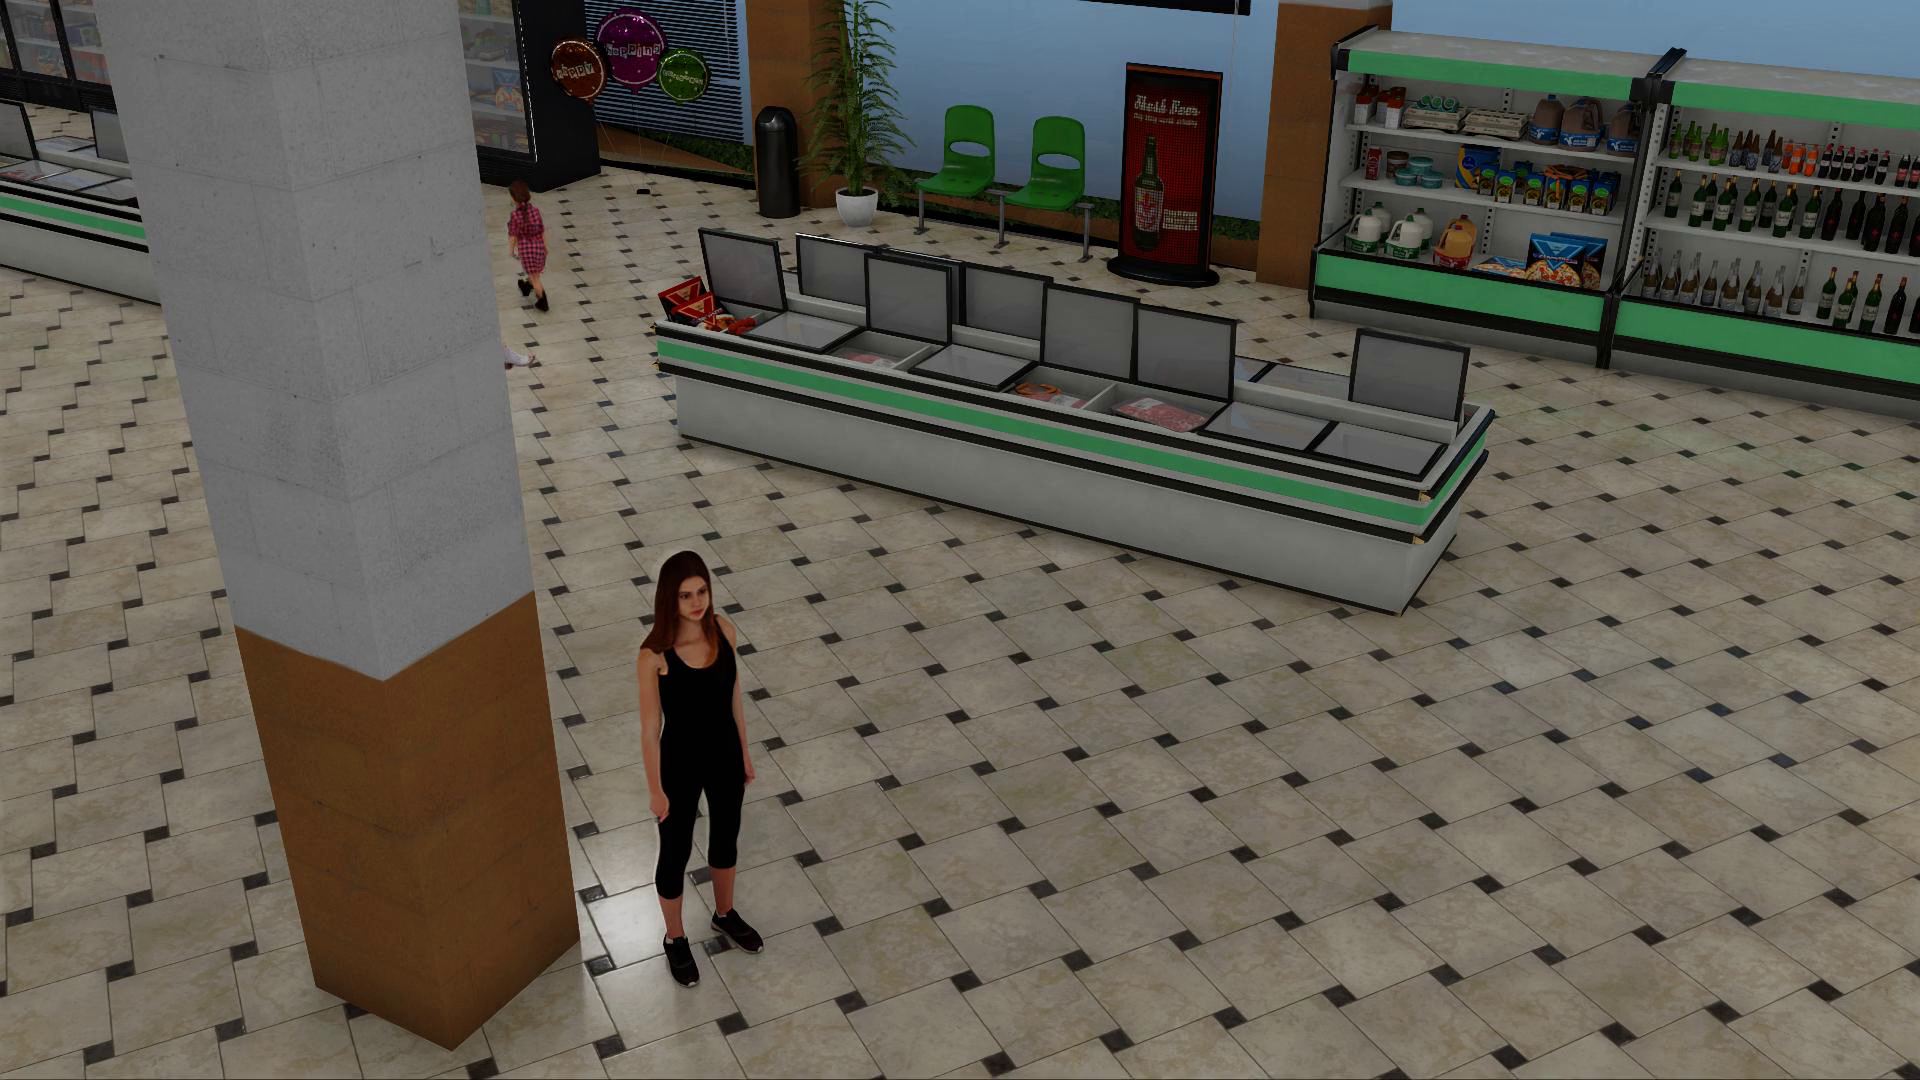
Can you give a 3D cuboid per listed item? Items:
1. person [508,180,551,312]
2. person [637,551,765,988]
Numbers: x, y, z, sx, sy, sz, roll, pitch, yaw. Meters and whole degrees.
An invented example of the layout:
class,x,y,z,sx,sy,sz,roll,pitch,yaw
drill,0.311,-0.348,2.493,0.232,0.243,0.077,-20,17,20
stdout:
class,x,y,z,sx,sy,sz,roll,pitch,yaw
person,-3.327,-2.263,12.917,0.585,1.000,0.780,-20,33,-34
person,-0.952,0.811,6.054,0.643,1.725,0.629,-20,33,-34
